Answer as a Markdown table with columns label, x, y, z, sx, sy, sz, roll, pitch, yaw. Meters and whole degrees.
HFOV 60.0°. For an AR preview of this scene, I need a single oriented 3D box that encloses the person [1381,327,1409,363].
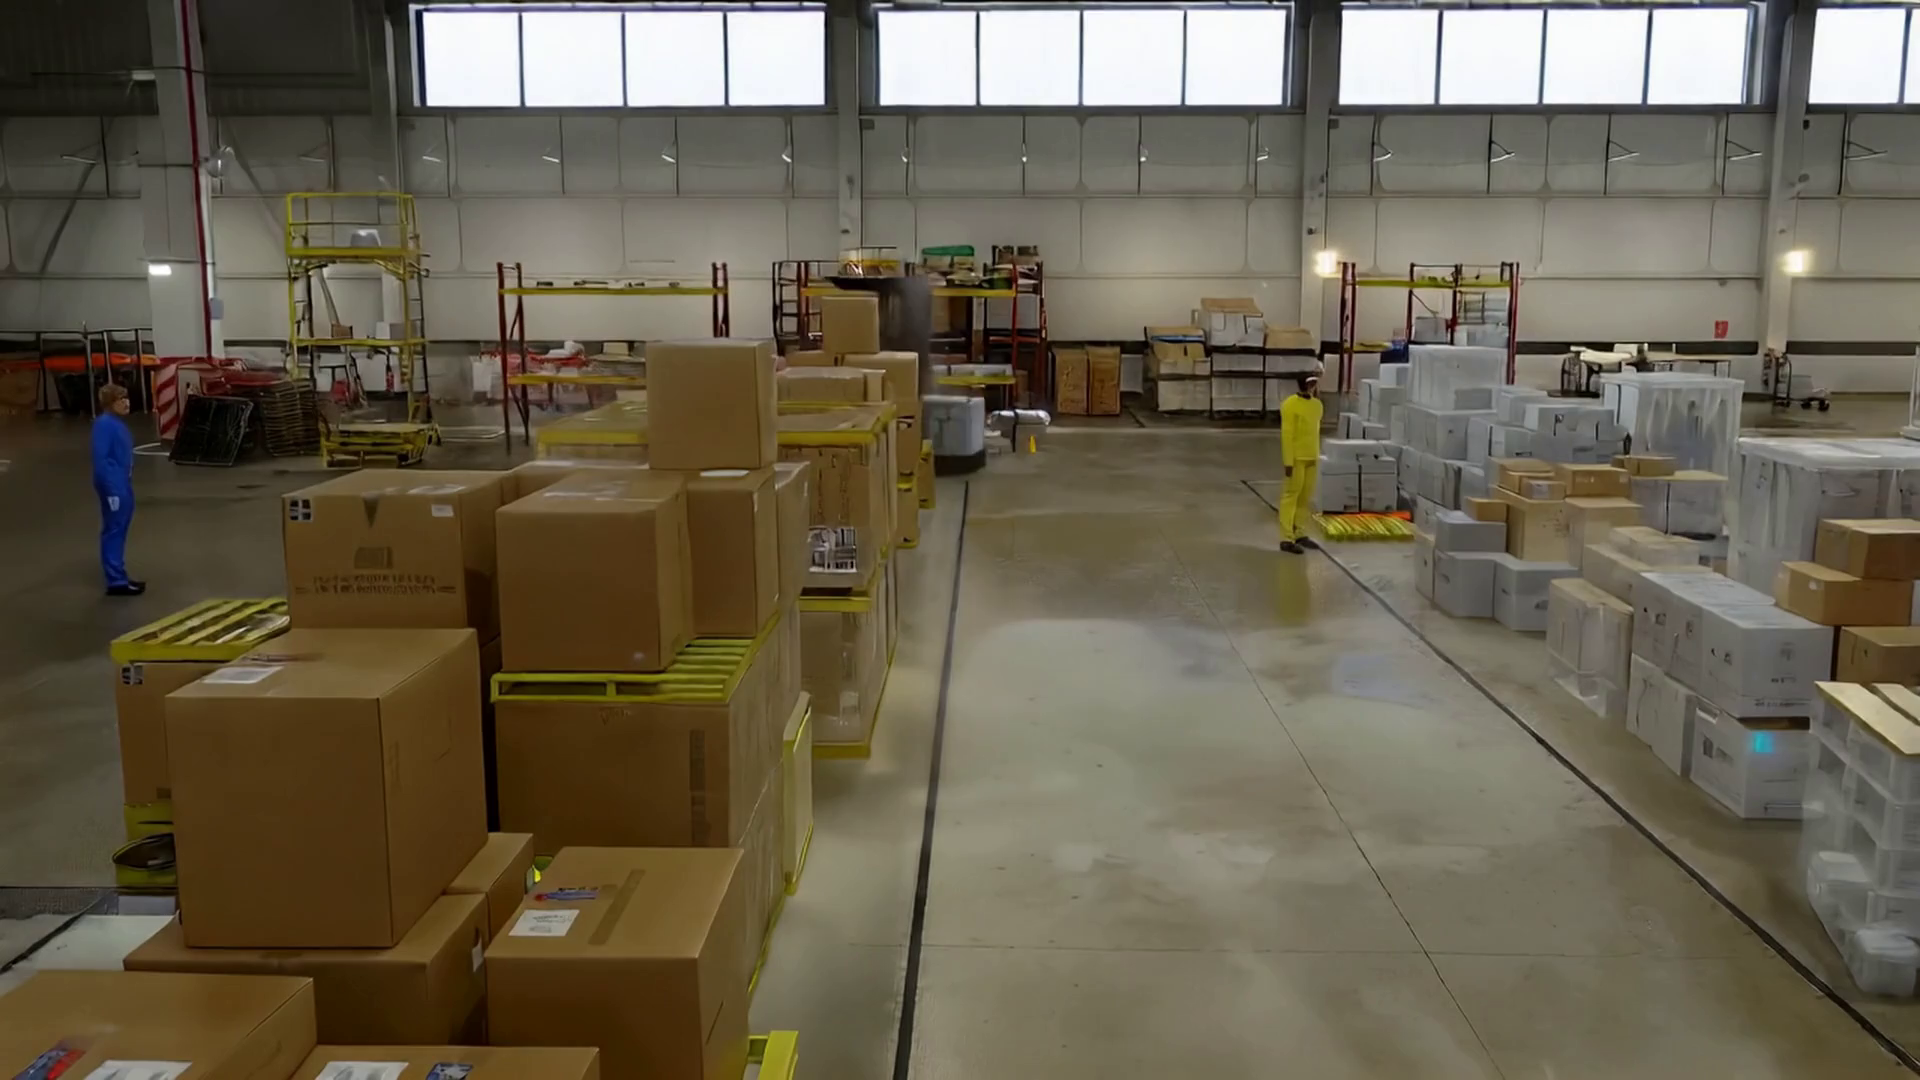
| label | x | y | z | sx | sy | sz | roll | pitch | yaw |
| --- | --- | --- | --- | --- | --- | --- | --- | --- | --- |
| person | 7.047 | -2.419 | 26.773 | 0.617 | 1.993 | 0.396 | 3 | 10 | 20 |

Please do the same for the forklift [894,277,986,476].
| label | x | y | z | sx | sy | sz | roll | pitch | yaw |
| --- | --- | --- | --- | --- | --- | --- | --- | --- | --- |
| forklift | -0.639 | -2.388 | 23.938 | 1.873 | 2.768 | 1.129 | 3 | 10 | 15 |

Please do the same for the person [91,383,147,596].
| label | x | y | z | sx | sy | sz | roll | pitch | yaw |
| --- | --- | --- | --- | --- | --- | --- | --- | --- | --- |
| person | -7.712 | -0.461 | 15.210 | 0.359 | 1.938 | 0.632 | -3 | 10 | -16 |

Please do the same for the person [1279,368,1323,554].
| label | x | y | z | sx | sy | sz | roll | pitch | yaw |
| --- | --- | --- | --- | --- | --- | --- | --- | --- | --- |
| person | 3.595 | -0.837 | 17.463 | 0.629 | 1.940 | 0.376 | -9 | 13 | -44 |
